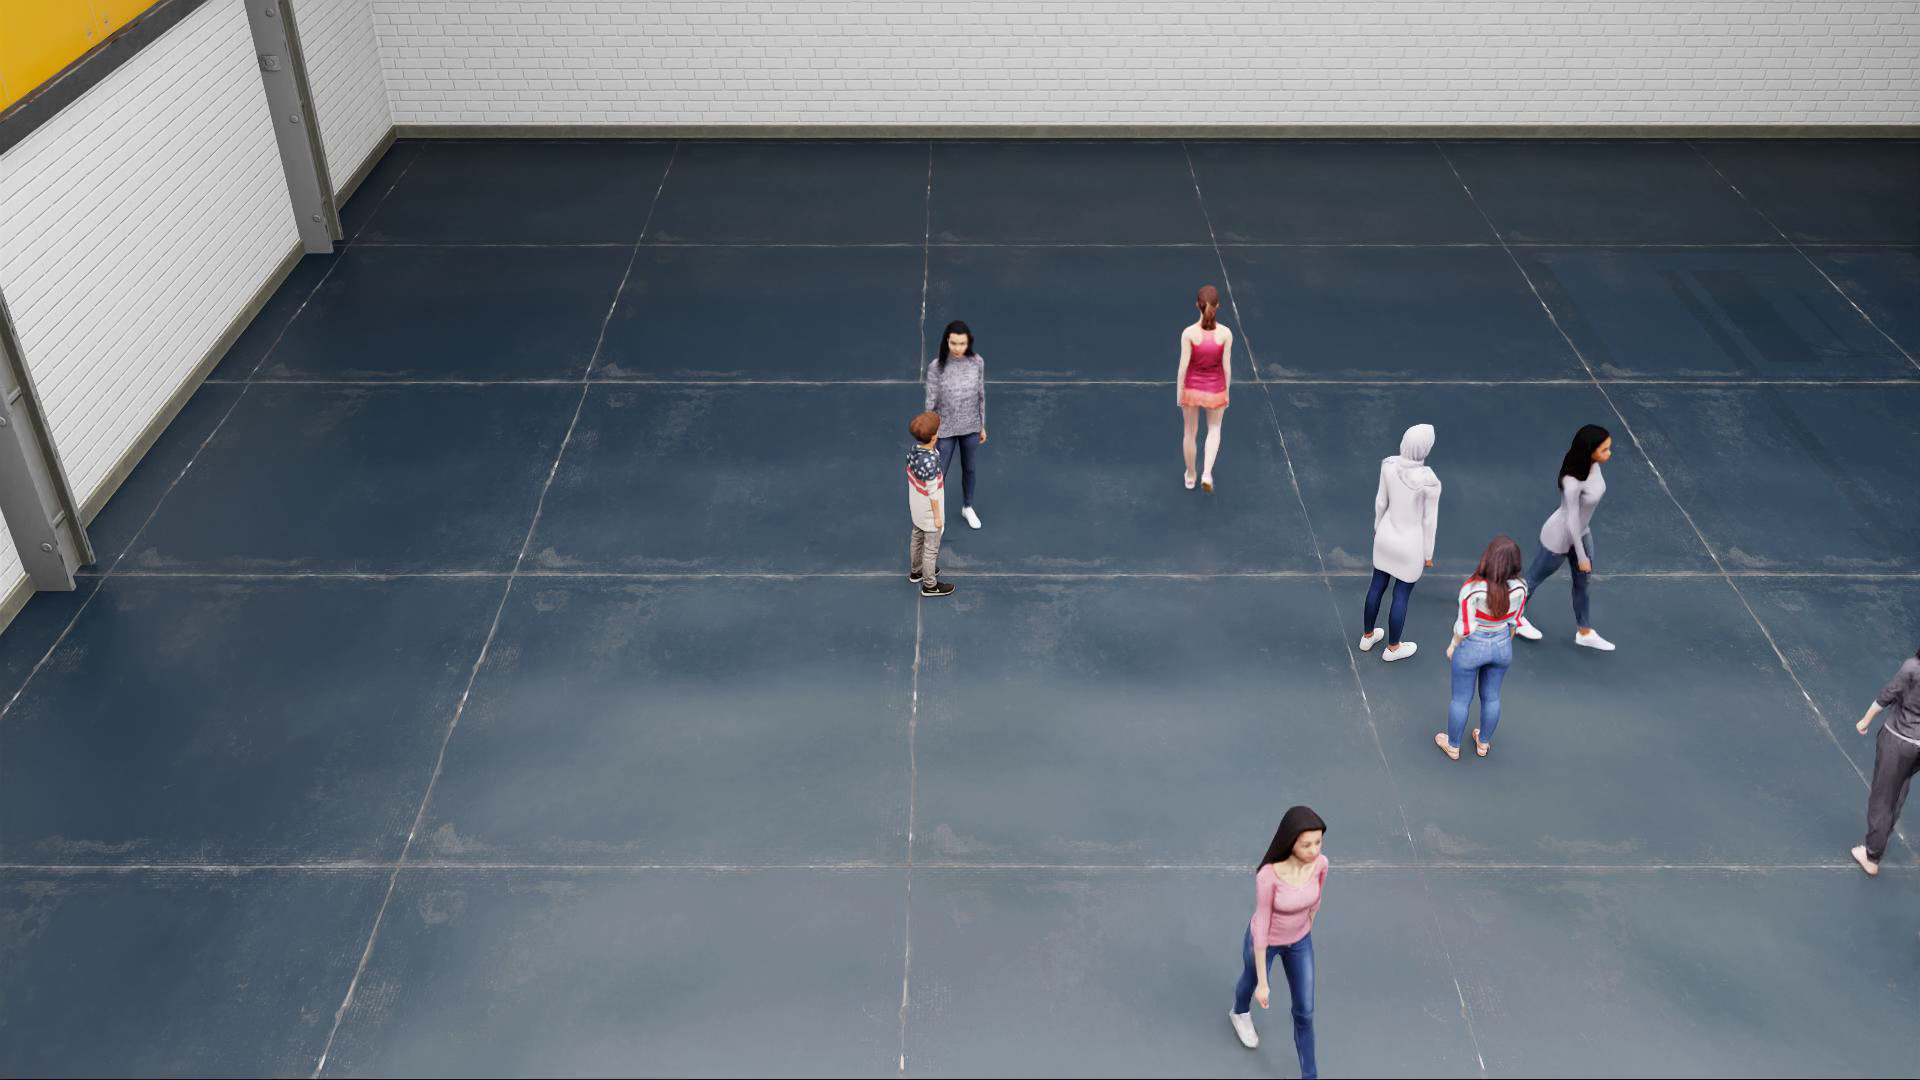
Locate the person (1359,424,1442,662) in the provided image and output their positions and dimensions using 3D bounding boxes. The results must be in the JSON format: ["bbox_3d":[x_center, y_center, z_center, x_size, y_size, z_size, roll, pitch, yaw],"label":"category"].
[{"bbox_3d":[2.920,0.015,11.029,0.745,1.775,0.671,-26,42,-33],"label":"person"}]

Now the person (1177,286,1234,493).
[{"bbox_3d":[1.867,-1.098,12.730,0.596,1.747,0.817,3,34,4],"label":"person"}]

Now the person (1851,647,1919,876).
[{"bbox_3d":[5.348,1.192,9.286,0.650,1.745,0.696,3,34,4],"label":"person"}]

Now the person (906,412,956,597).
[{"bbox_3d":[-0.237,-0.271,11.766,0.652,1.436,0.549,-15,36,-21],"label":"person"}]

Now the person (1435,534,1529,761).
[{"bbox_3d":[3.214,0.660,10.204,0.605,1.614,0.537,-3,34,-5],"label":"person"}]

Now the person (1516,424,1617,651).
[{"bbox_3d":[3.951,-0.036,11.165,1.020,1.709,0.987,26,41,33],"label":"person"}]

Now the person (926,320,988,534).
[{"bbox_3d":[-0.021,-0.853,12.375,0.675,1.732,0.621,-9,35,-14],"label":"person"}]

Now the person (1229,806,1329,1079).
[{"bbox_3d":[1.523,1.935,8.201,0.806,1.708,1.131,-10,35,-15],"label":"person"}]
